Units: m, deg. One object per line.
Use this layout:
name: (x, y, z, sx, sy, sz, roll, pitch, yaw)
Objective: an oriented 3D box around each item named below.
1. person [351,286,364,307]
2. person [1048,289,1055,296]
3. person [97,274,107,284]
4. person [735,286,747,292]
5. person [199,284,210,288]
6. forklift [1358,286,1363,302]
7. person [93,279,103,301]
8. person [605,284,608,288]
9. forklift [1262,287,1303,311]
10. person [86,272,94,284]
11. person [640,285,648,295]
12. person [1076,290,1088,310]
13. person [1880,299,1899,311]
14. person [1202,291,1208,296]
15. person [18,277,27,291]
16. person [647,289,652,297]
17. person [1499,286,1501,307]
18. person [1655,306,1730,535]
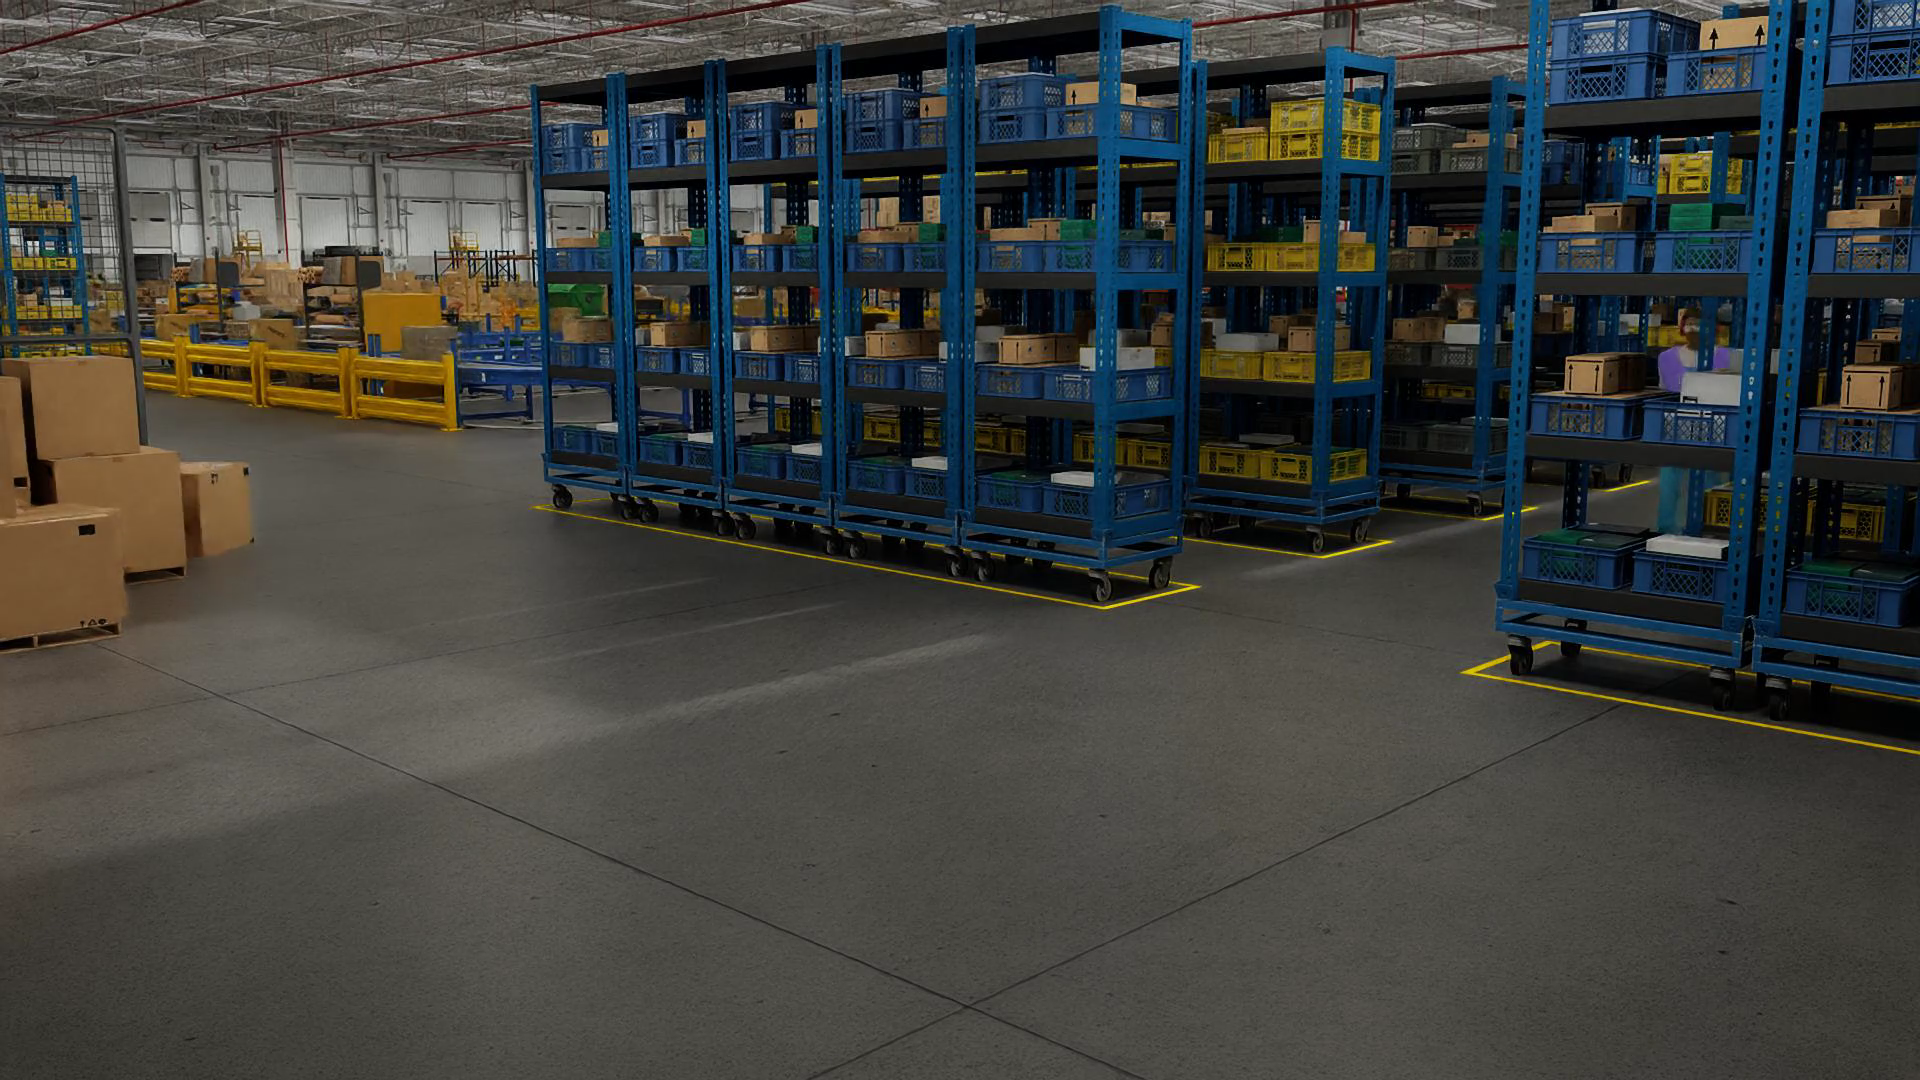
person: (-21.419, -8.499, 58.968, 0.569, 1.923, 0.496, 7, 11, 36)
person: (2.990, -7.533, 53.148, 0.547, 1.907, 0.896, -8, 12, -41)
person: (-39.029, -11.170, 75.648, 0.451, 1.828, 0.656, -8, 12, -40)
person: (-8.712, -9.601, 65.791, 0.550, 1.910, 0.841, -1, 9, -7)
person: (-25.043, -7.911, 55.523, 0.965, 1.873, 0.591, -8, 12, -40)
forklift: (11.100, -7.017, 46.970, 1.873, 2.768, 1.129, 9, 13, 43)
person: (-28.269, -7.675, 54.426, 0.523, 1.753, 0.530, -5, 10, -28)
person: (-16.165, -11.297, 76.288, 0.328, 1.877, 0.513, -3, 10, -16)
forklift: (10.769, -8.203, 54.240, 1.129, 2.768, 1.873, 8, 12, 42)
person: (-43.997, -12.597, 84.149, 0.605, 1.908, 0.458, 6, 11, 31)
person: (-12.738, -9.673, 67.049, 0.312, 1.638, 0.512, -2, 10, -13)
person: (2.280, -4.022, 32.062, 0.528, 1.753, 0.504, 6, 11, 33)
person: (15.552, -3.431, 27.837, 0.387, 1.947, 0.604, 3, 10, 20)
person: (8.121, -7.836, 55.748, 0.910, 1.639, 0.528, -8, 12, -39)
person: (-44.749, -11.909, 79.691, 0.392, 1.988, 0.609, 9, 13, 43)
person: (-15.507, -12.395, 82.946, 0.384, 1.909, 0.724, -4, 10, -22)
person: (14.709, -6.214, 45.368, 0.863, 1.802, 0.583, 8, 12, 39)
person: (5.310, -0.784, 12.020, 0.577, 1.816, 0.882, 9, 13, 43)
